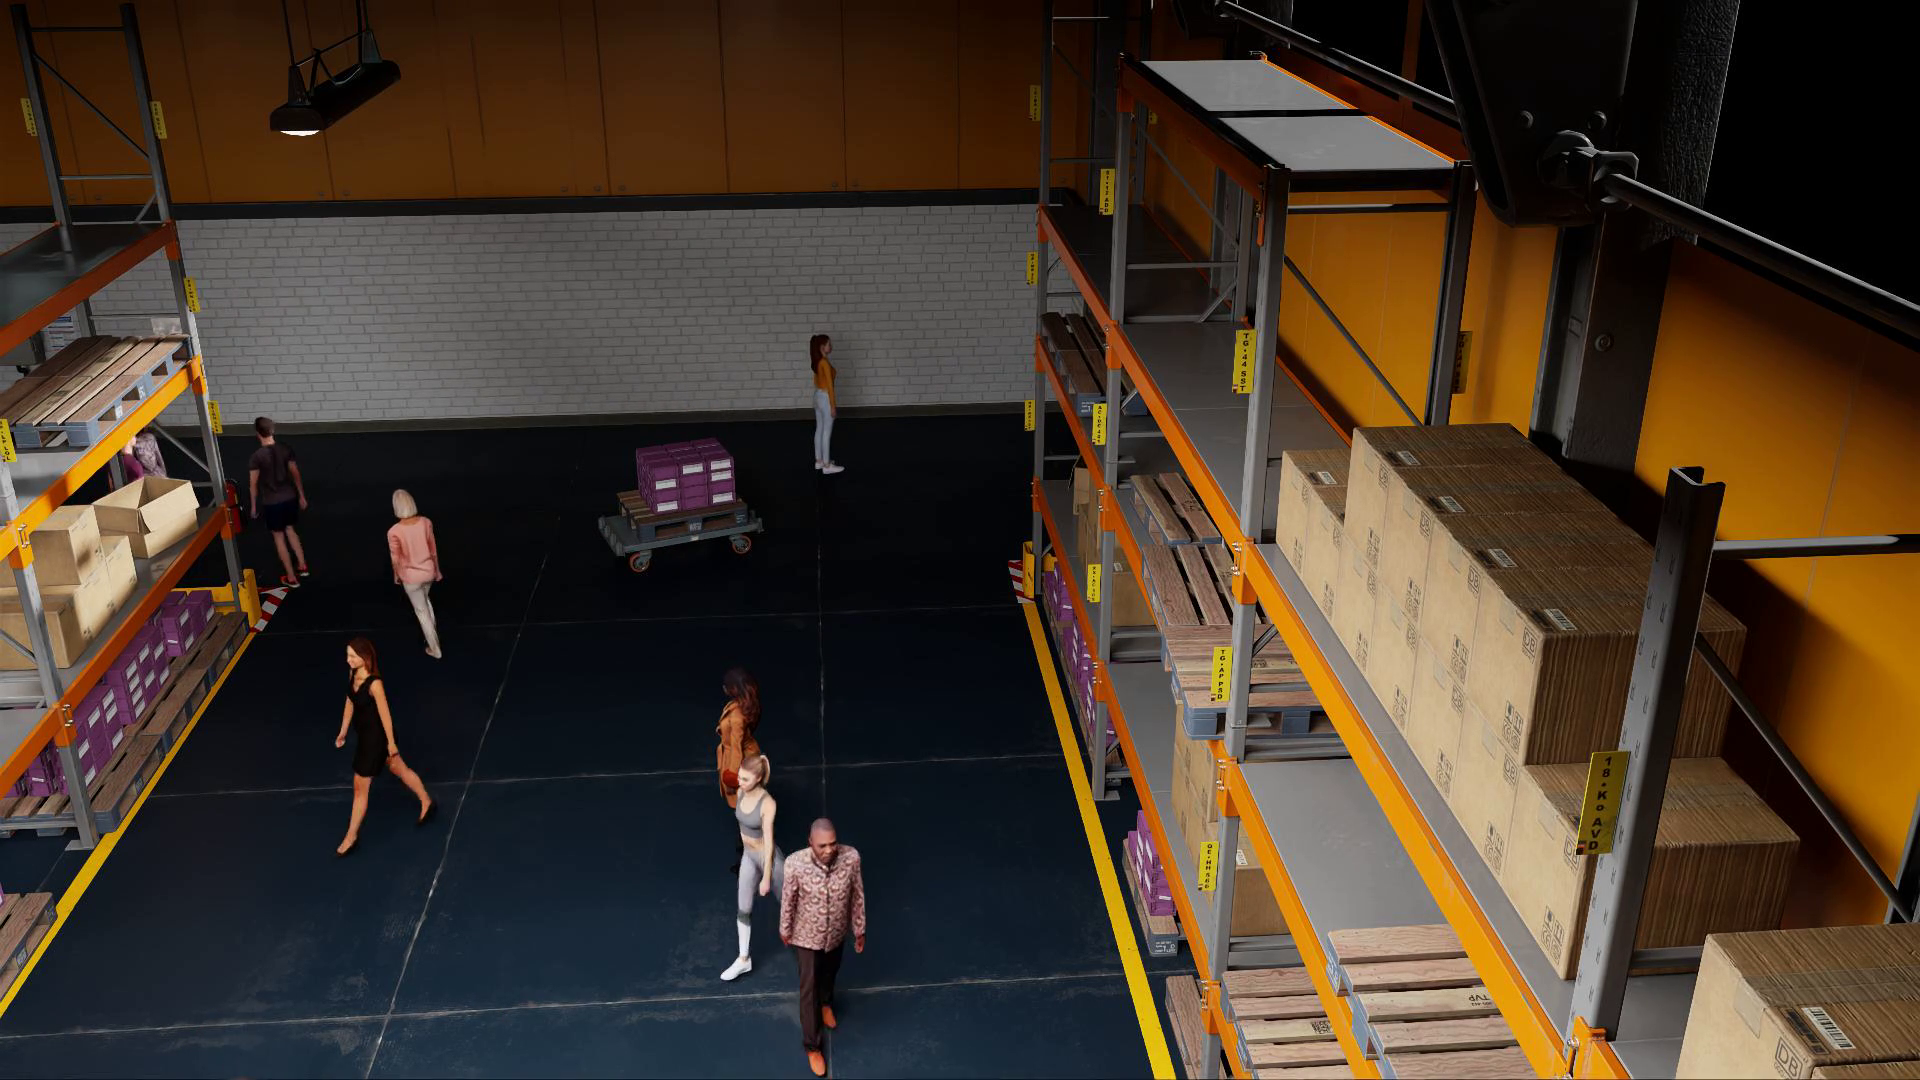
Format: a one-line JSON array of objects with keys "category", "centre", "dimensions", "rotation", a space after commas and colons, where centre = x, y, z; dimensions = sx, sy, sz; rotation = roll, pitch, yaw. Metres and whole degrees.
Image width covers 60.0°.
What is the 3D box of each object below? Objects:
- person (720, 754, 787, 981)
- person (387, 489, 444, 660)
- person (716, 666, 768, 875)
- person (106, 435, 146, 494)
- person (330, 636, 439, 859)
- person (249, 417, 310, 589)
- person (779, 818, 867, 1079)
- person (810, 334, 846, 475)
[{"category": "person", "centre": [-1.301, 2.217, 11.602], "dimensions": [1.095, 1.672, 1.132], "rotation": [19, 30, 37]}, {"category": "person", "centre": [-5.117, 0.356, 15.813], "dimensions": [0.835, 1.708, 0.775], "rotation": [19, 30, 37]}, {"category": "person", "centre": [-1.646, 1.733, 12.640], "dimensions": [0.777, 1.727, 0.589], "rotation": [2, 24, 5]}, {"category": "person", "centre": [-8.556, -0.259, 17.074], "dimensions": [0.971, 1.825, 1.051], "rotation": [16, 28, 32]}, {"category": "person", "centre": [-4.468, 1.560, 12.974], "dimensions": [1.071, 1.777, 1.116], "rotation": [-19, 30, -37]}, {"category": "person", "centre": [-7.025, -0.358, 17.285], "dimensions": [0.864, 1.837, 0.795], "rotation": [16, 28, 32]}, {"category": "person", "centre": [-0.920, 2.495, 10.853], "dimensions": [0.893, 1.763, 1.132], "rotation": [-10, 26, -22]}, {"category": "person", "centre": [-1.670, -1.686, 20.433], "dimensions": [0.720, 1.749, 0.597], "rotation": [-12, 26, -26]}]
